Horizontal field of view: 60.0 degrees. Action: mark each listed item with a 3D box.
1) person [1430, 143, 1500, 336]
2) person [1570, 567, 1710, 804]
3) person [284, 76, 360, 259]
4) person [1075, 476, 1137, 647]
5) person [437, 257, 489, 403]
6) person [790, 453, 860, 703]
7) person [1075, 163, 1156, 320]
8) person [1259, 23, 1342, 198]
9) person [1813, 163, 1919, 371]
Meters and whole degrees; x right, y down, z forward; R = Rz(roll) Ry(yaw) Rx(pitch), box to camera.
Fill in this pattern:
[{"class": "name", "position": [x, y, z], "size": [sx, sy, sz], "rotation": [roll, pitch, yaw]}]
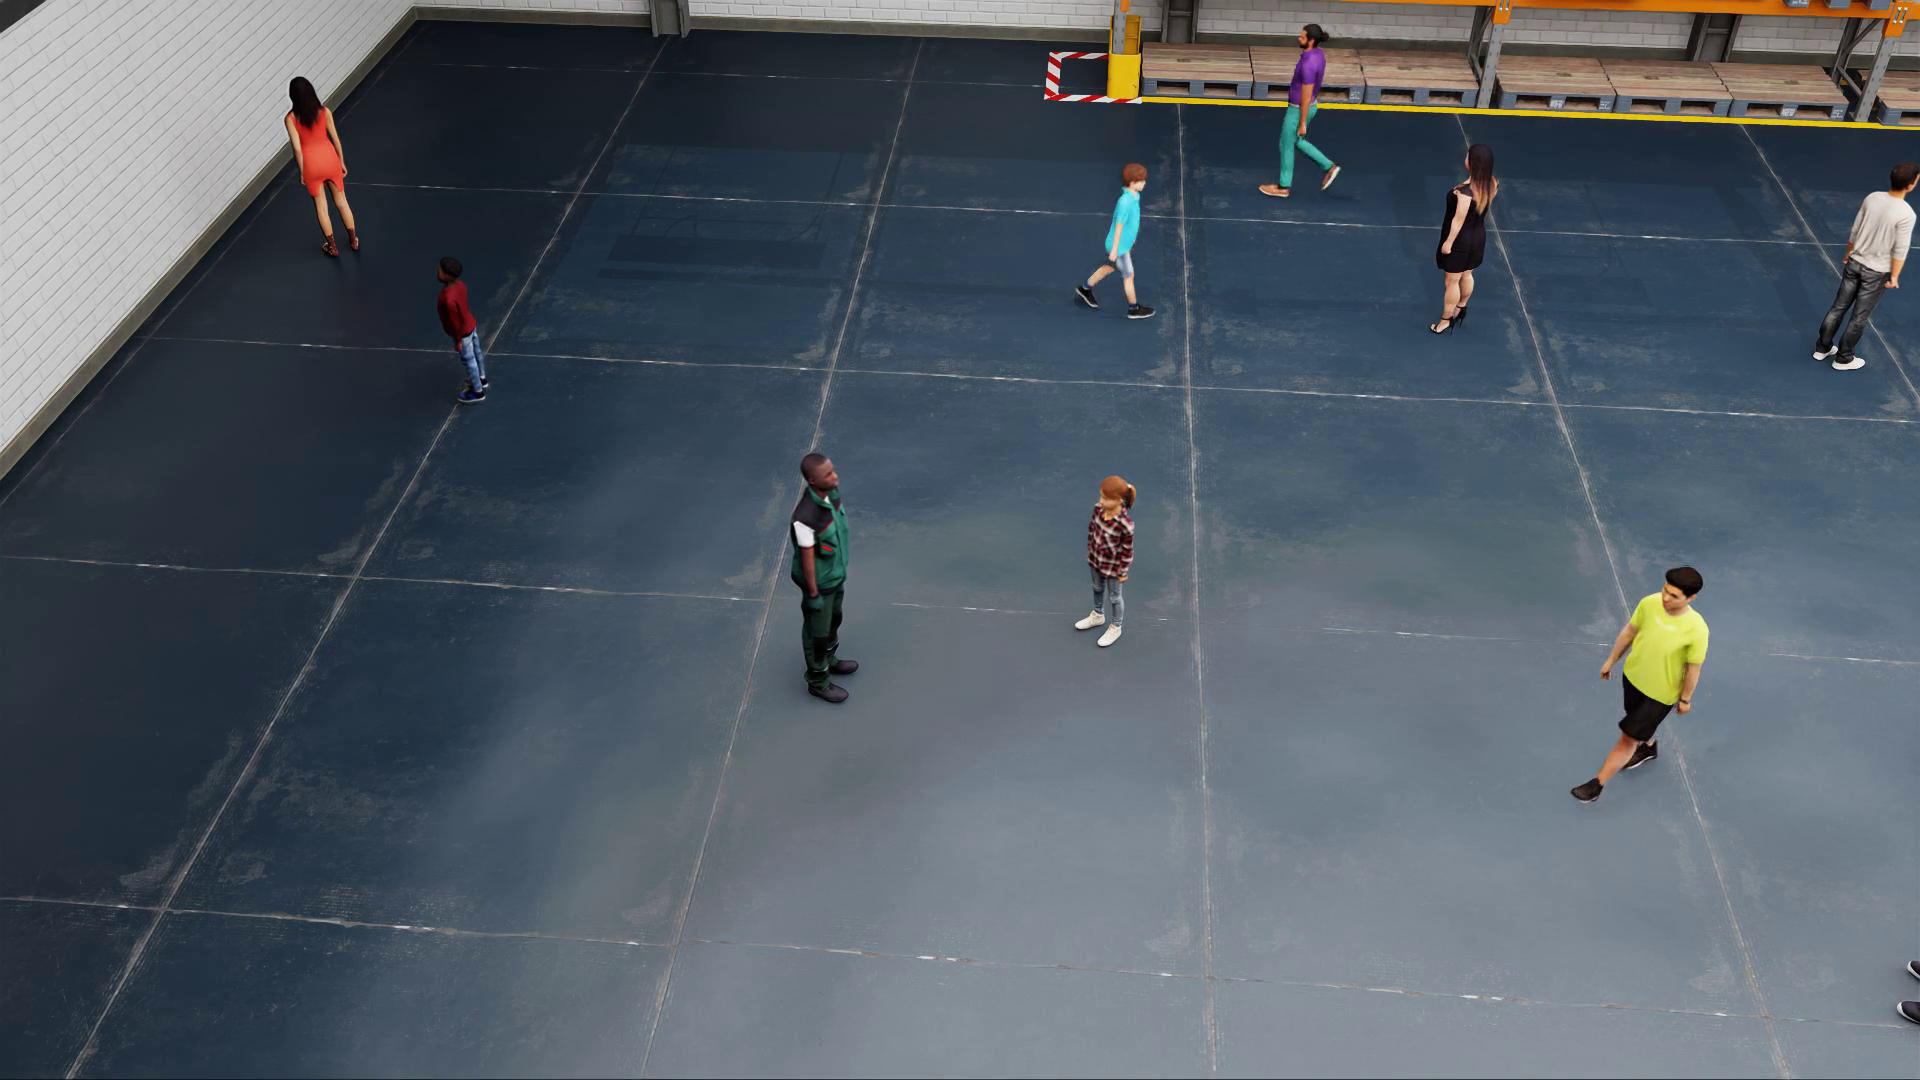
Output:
[{"class": "person", "position": [4.265, -2.528, 14.039], "size": [0.752, 1.718, 0.801], "rotation": [-31, 48, -33]}, {"class": "person", "position": [4.179, 0.802, 9.913], "size": [1.167, 1.663, 1.007], "rotation": [-18, 42, -22]}, {"class": "person", "position": [-5.809, -3.392, 15.120], "size": [0.651, 1.719, 0.727], "rotation": [-23, 44, -27]}, {"class": "person", "position": [0.995, 0.120, 11.055], "size": [0.674, 1.305, 0.617], "rotation": [-27, 46, -29]}, {"class": "person", "position": [-4.004, -1.712, 13.387], "size": [0.490, 1.255, 0.513], "rotation": [1, 39, 1]}, {"class": "person", "position": [-0.881, 0.213, 10.510], "size": [0.644, 1.839, 0.714], "rotation": [8, 39, 10]}, {"class": "person", "position": [1.308, -2.596, 14.361], "size": [1.005, 1.422, 0.676], "rotation": [12, 40, 15]}, {"class": "person", "position": [3.374, -4.099, 15.981], "size": [1.038, 1.750, 0.777], "rotation": [12, 40, 14]}, {"class": "person", "position": [7.437, -2.244, 13.609], "size": [0.727, 1.811, 0.736], "rotation": [-17, 42, -20]}]
